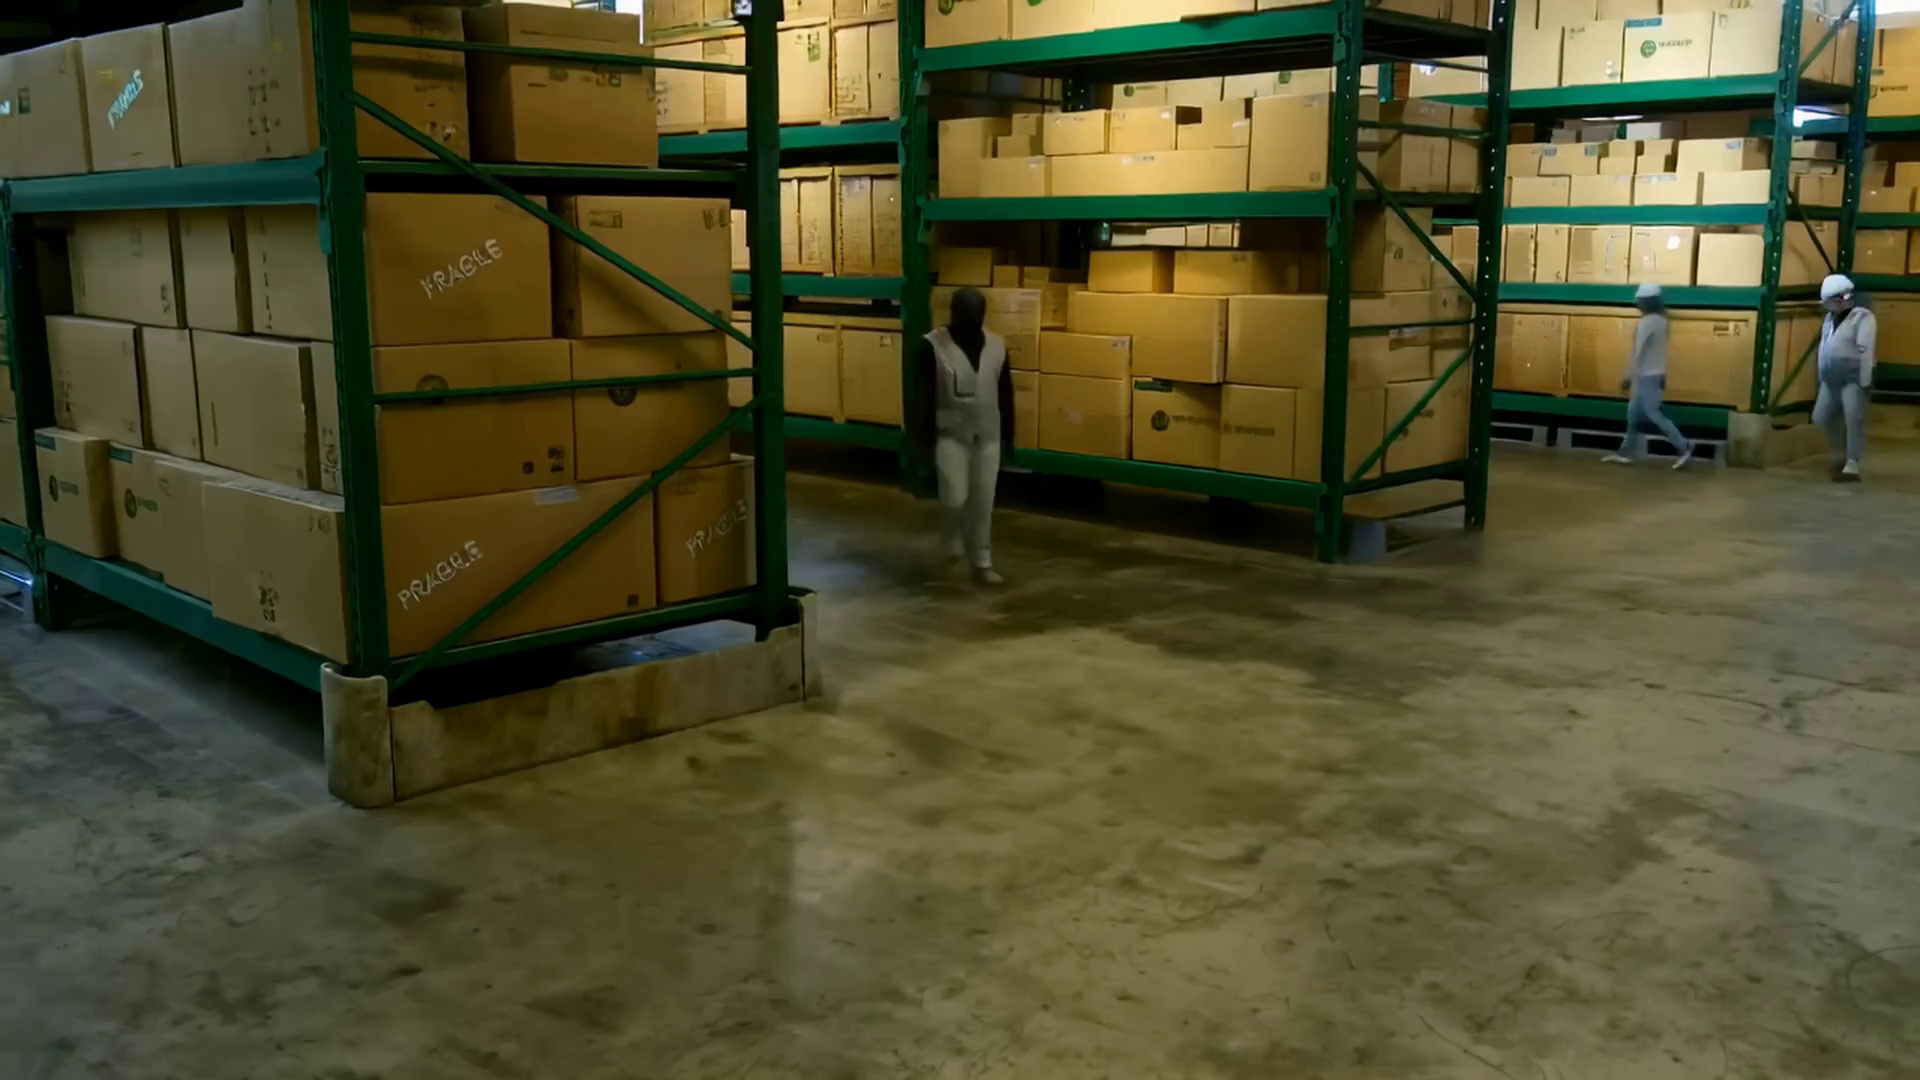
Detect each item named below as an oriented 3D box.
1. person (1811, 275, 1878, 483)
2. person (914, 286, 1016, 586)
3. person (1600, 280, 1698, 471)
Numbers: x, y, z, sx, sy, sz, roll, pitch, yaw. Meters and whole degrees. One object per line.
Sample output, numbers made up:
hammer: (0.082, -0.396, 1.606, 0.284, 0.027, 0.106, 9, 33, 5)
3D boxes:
person: (7.659, -1.387, 14.384, 0.472, 1.790, 0.686, -3, 11, -15)
person: (0.047, -0.630, 10.145, 0.652, 1.825, 0.441, -5, 12, -26)
person: (6.357, -1.501, 15.196, 0.869, 1.732, 0.538, 9, 14, 41)
